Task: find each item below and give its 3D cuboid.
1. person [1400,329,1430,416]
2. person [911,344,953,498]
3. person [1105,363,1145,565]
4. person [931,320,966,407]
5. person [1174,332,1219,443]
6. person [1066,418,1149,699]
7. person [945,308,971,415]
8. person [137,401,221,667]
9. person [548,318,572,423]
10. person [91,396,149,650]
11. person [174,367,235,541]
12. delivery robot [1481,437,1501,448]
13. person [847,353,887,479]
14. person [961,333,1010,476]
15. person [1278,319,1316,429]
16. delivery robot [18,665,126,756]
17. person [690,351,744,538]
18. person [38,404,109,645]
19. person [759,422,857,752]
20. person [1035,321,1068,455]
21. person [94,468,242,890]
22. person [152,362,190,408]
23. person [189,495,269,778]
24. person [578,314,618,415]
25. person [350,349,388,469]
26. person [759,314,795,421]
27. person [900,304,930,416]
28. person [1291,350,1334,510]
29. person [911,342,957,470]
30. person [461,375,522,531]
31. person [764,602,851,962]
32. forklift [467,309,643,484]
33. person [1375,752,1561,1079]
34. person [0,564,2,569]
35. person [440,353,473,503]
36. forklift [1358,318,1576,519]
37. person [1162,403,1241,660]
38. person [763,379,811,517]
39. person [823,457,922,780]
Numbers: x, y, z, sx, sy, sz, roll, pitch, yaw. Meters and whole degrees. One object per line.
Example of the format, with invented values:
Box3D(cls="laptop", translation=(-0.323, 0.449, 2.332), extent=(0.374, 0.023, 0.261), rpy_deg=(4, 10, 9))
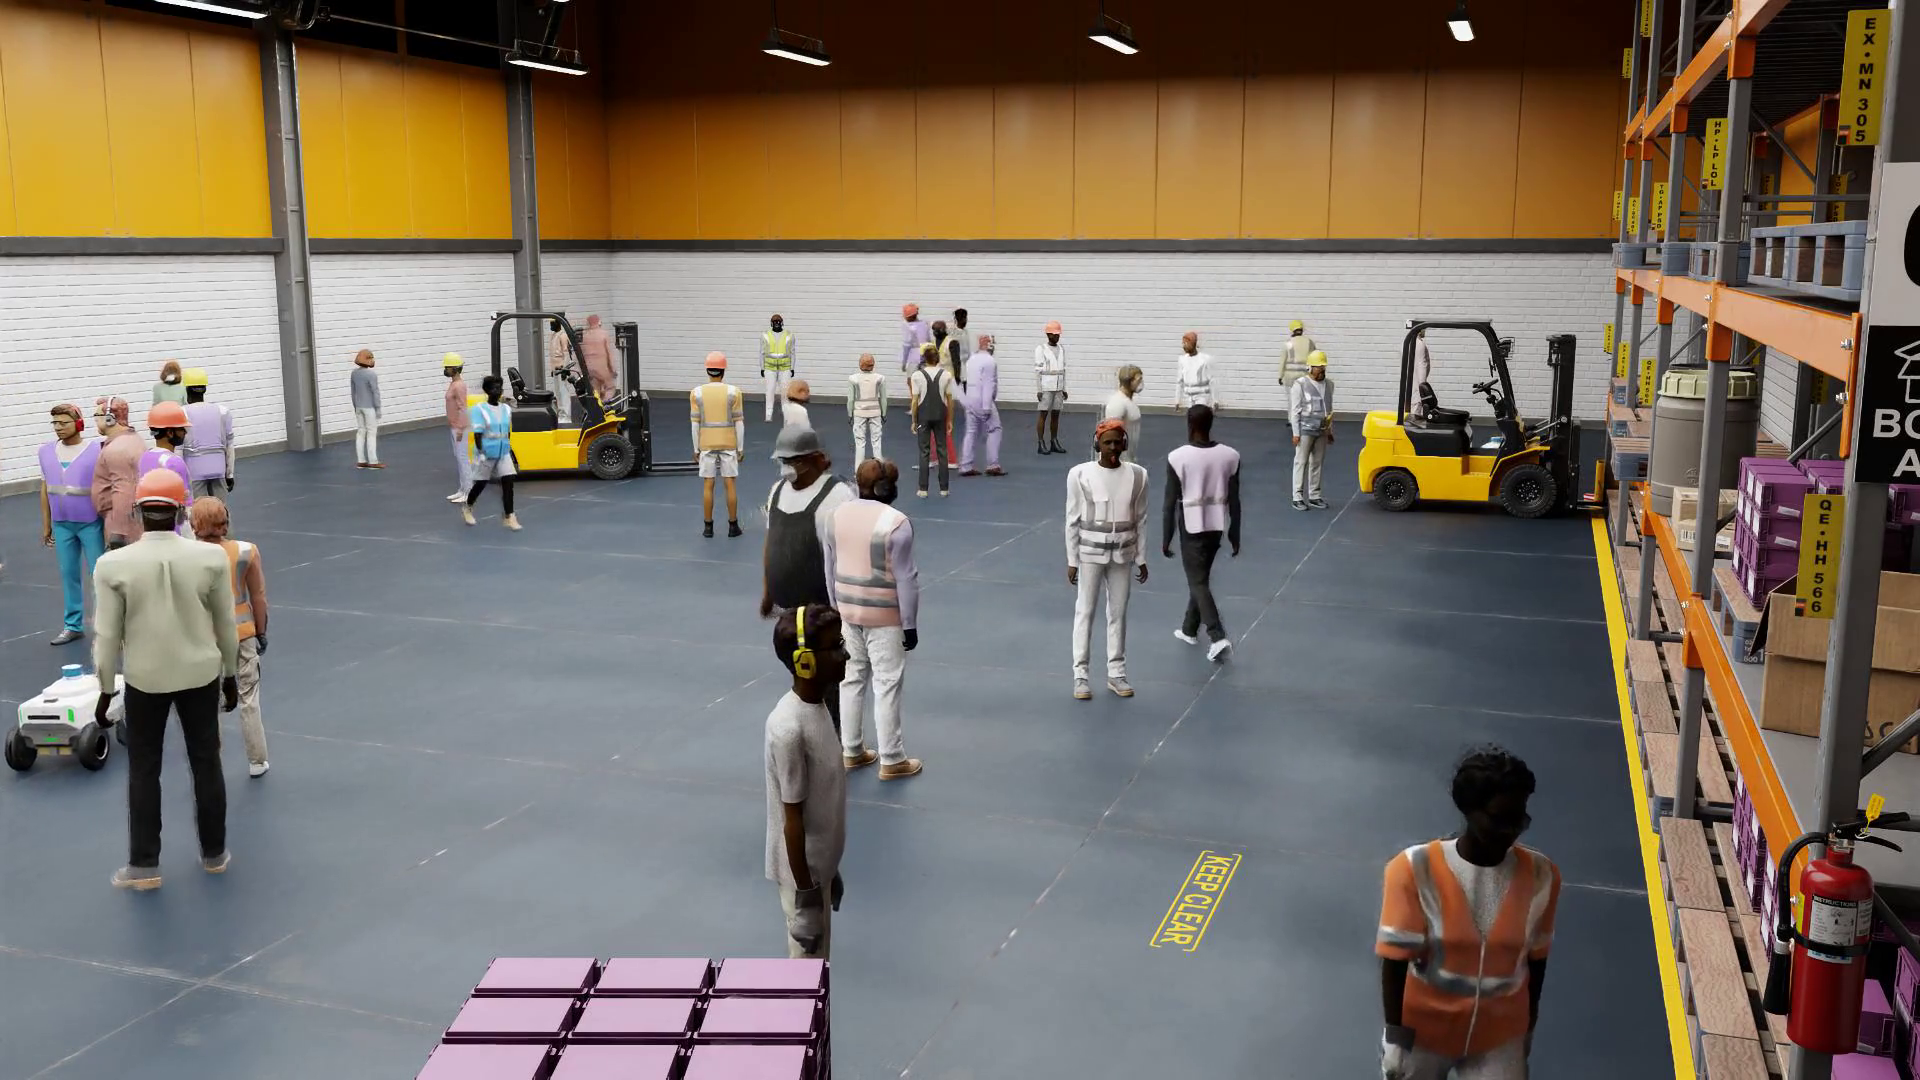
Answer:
Box3D(cls="person", translation=(6.940, -2.399, 25.312), extent=(0.409, 1.908, 0.642), rpy_deg=(-2, 10, -13))
Box3D(cls="person", translation=(-0.336, -1.422, 19.986), extent=(0.516, 1.841, 0.326), rpy_deg=(-2, 10, -9))
Box3D(cls="person", translation=(1.575, -0.701, 15.699), extent=(0.438, 1.922, 0.663), rpy_deg=(3, 11, 17))
Box3D(cls="person", translation=(-0.129, -2.771, 27.737), extent=(0.894, 1.801, 0.647), rpy_deg=(-9, 13, -41))
Box3D(cls="person", translation=(3.178, -1.902, 22.690), extent=(0.892, 1.838, 0.610), rpy_deg=(-8, 13, -36))
Box3D(cls="person", translation=(0.987, 0.125, 11.159), extent=(0.575, 1.883, 0.362), rpy_deg=(-2, 10, -12))
Box3D(cls="person", translation=(-0.080, -3.175, 29.698), extent=(0.919, 1.933, 0.626), rpy_deg=(4, 11, 21))
Box3D(cls="person", translation=(-5.560, -0.015, 11.793), extent=(0.551, 1.937, 0.357), rpy_deg=(8, 13, 37))
Box3D(cls="person", translation=(-6.778, -2.909, 28.112), extent=(0.352, 1.929, 0.594), rpy_deg=(-7, 12, -33))
Box3D(cls="person", translation=(-6.308, -0.131, 12.535), extent=(0.399, 1.907, 0.644), rpy_deg=(-2, 10, -13))
Box3D(cls="person", translation=(-6.904, -0.607, 15.158), extent=(0.370, 1.927, 0.588), rpy_deg=(8, 13, 38))
Box3D(cls="delivery robot", translation=(6.881, -1.081, 21.426), extent=(0.707, 0.478, 0.477), rpy_deg=(-8, 13, -37))
Box3D(cls="person", translation=(-1.201, -1.593, 21.520), extent=(0.525, 1.639, 0.307), rpy_deg=(-2, 10, -11))
Box3D(cls="person", translation=(0.329, -1.770, 21.863), extent=(0.754, 1.868, 0.659), rpy_deg=(-6, 12, -29))
Box3D(cls="person", translation=(5.555, -2.748, 27.511), extent=(0.623, 1.815, 0.441), rpy_deg=(-2, 10, -11))
Box3D(cls="delivery robot", translation=(-5.226, 0.980, 9.823), extent=(0.477, 0.478, 0.707), rpy_deg=(0, 10, -1))
Box3D(cls="person", translation=(-2.511, -0.986, 17.261), extent=(0.545, 1.939, 0.354), rpy_deg=(-1, 10, -4))
Box3D(cls="person", translation=(-6.688, -0.120, 12.643), extent=(0.566, 1.846, 0.387), rpy_deg=(0, 10, 2))
Box3D(cls="person", translation=(-0.924, 0.282, 9.832), extent=(0.709, 2.000, 0.987), rpy_deg=(10, 14, 43))
Box3D(cls="person", translation=(1.343, -2.212, 24.169), extent=(0.542, 1.939, 0.359), rpy_deg=(-7, 12, -35))
Box3D(cls="person", translation=(-3.782, 0.663, 7.921), extent=(0.691, 1.984, 0.472), rpy_deg=(-7, 12, -33))
Box3D(cls="person", translation=(-9.782, -1.422, 20.675), extent=(0.518, 1.583, 0.804), rpy_deg=(-2, 10, -10))
Box3D(cls="person", translation=(-4.166, 0.563, 9.376), extent=(0.513, 1.641, 0.307), rpy_deg=(-5, 11, -27))
Box3D(cls="person", translation=(-6.061, -2.855, 27.961), extent=(0.729, 1.874, 0.418), rpy_deg=(3, 11, 18))
Box3D(cls="person", translation=(-8.039, -1.774, 22.555), extent=(0.507, 1.631, 0.266), rpy_deg=(6, 12, 31))
Box3D(cls="person", translation=(-3.143, -2.961, 28.659), extent=(0.627, 1.844, 0.429), rpy_deg=(-1, 10, -8))
Box3D(cls="person", translation=(-0.750, -3.195, 29.572), extent=(0.433, 1.994, 0.722), rpy_deg=(8, 13, 38))
Box3D(cls="person", translation=(4.067, -1.262, 19.107), extent=(0.591, 1.834, 0.404), rpy_deg=(-5, 11, -28))
Box3D(cls="person", translation=(-0.367, -1.794, 22.415), extent=(0.698, 1.719, 0.544), rpy_deg=(1, 10, 7))
Box3D(cls="person", translation=(-5.033, -0.942, 17.774), extent=(0.803, 1.669, 0.540), rpy_deg=(8, 13, 39))
Box3D(cls="person", translation=(-0.477, 1.127, 5.543), extent=(0.328, 1.877, 0.513), rpy_deg=(0, 10, 1))
Box3D(cls="forklift", translation=(-5.354, -1.902, 21.697), extent=(2.313, 2.155, 1.214), rpy_deg=(-2, 10, -13))
Box3D(cls="person", translation=(1.425, 1.382, 4.739), extent=(0.531, 1.649, 0.917), rpy_deg=(1, 10, 3))
Box3D(cls="person", translation=(-8.827, -0.469, 14.661), extent=(0.546, 1.832, 0.966), rpy_deg=(1, 10, 5))
Box3D(cls="person", translation=(-5.944, -1.322, 19.639), extent=(0.310, 1.768, 0.533), rpy_deg=(-5, 11, -24))
Box3D(cls="forklift", translation=(5.787, -1.437, 19.079), extent=(2.313, 2.155, 1.214), rpy_deg=(3, 11, 19))
Box3D(cls="person", translation=(1.807, -0.073, 12.333), extent=(0.593, 1.877, 0.965), rpy_deg=(-4, 11, -20))
Box3D(cls="person", translation=(-1.778, -0.908, 17.730), extent=(0.627, 1.611, 0.509), rpy_deg=(-3, 11, -17))
Box3D(cls="person", translation=(-0.479, 0.441, 9.505), extent=(0.630, 1.840, 0.429), rpy_deg=(8, 13, 38))
